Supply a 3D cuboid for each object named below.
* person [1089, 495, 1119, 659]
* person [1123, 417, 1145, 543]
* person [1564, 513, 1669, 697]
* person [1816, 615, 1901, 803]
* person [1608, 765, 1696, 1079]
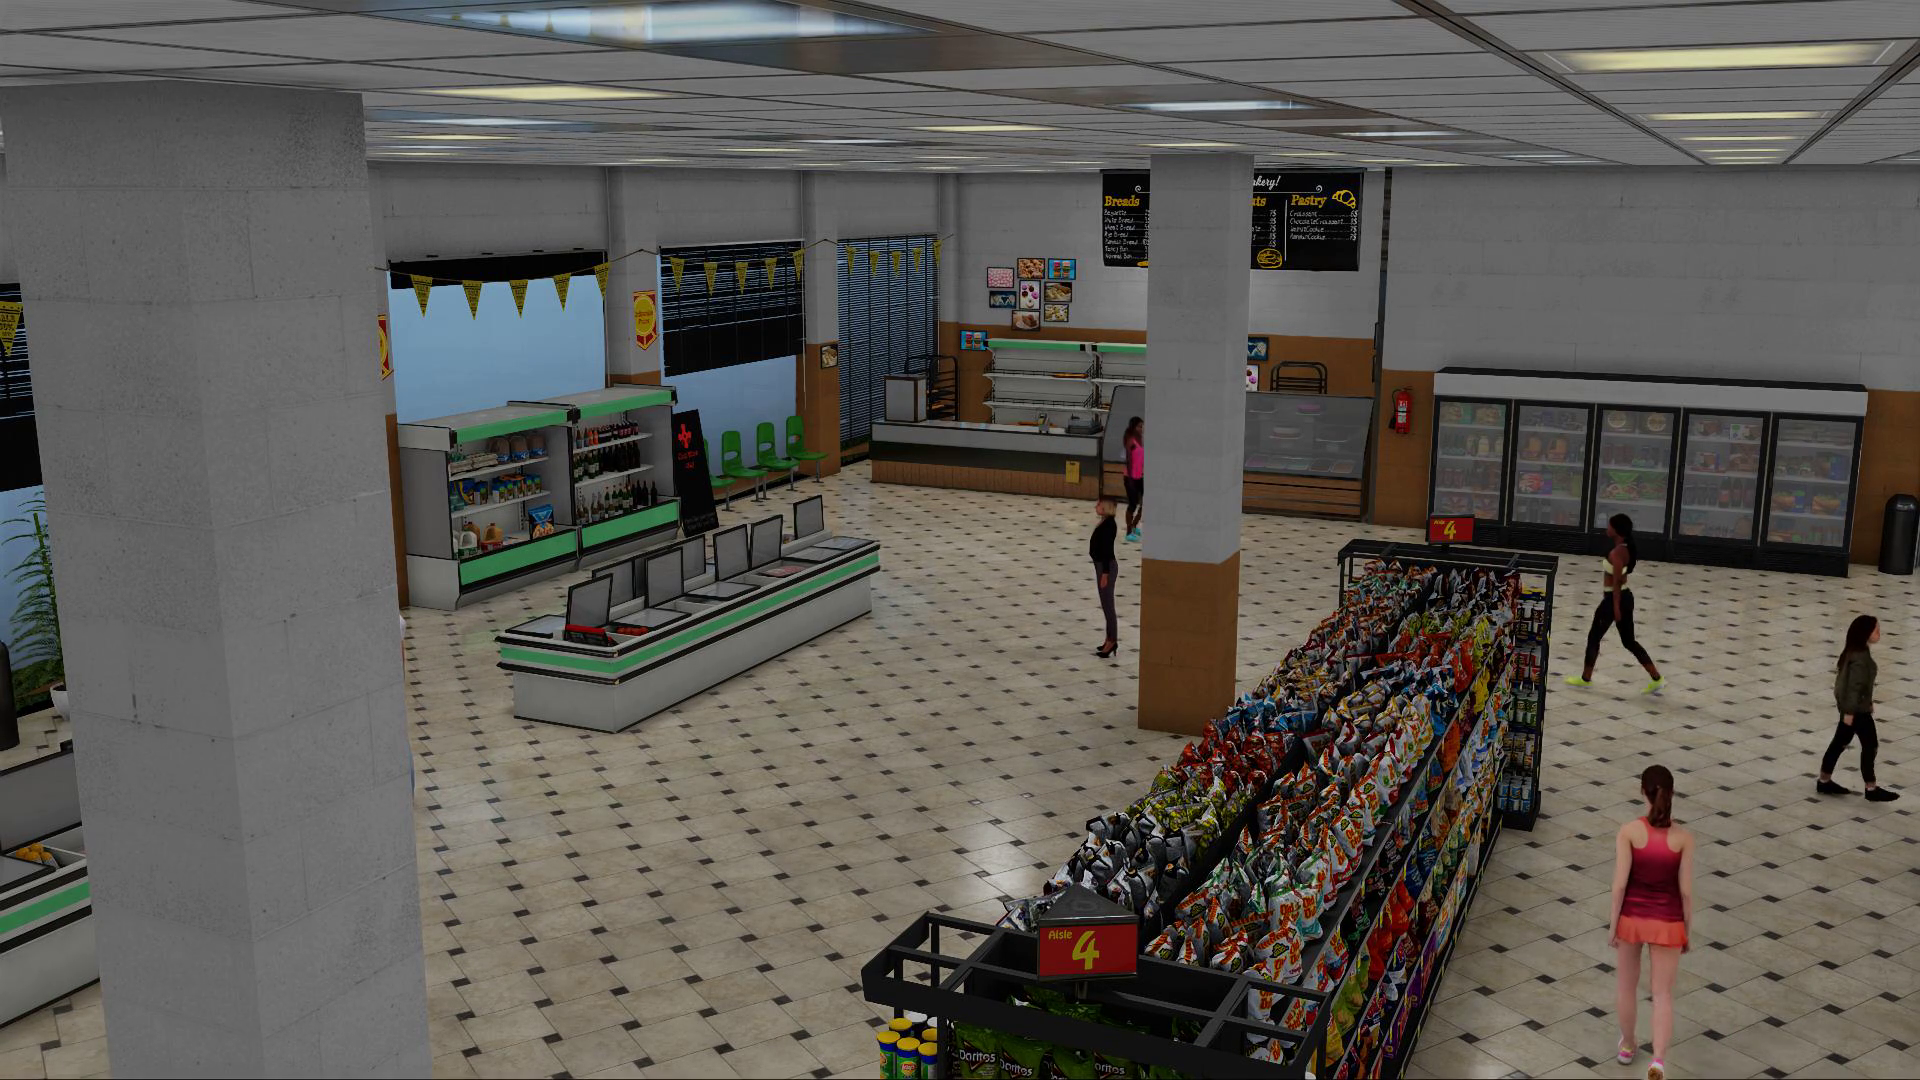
[{"bbox_3d":[1.514,0.361,16.985,0.716,1.667,0.594,0,12,2],"label":"person"},{"bbox_3d":[2.308,-0.827,22.518,0.648,1.712,0.731,-11,16,-43],"label":"person"},{"bbox_3d":[6.249,0.637,15.560,0.848,1.715,1.139,11,16,41],"label":"person"},{"bbox_3d":[6.907,1.307,12.996,0.650,1.460,0.709,6,13,25],"label":"person"},{"bbox_3d":[3.625,2.062,8.745,0.623,1.734,1.056,4,13,19],"label":"person"}]
